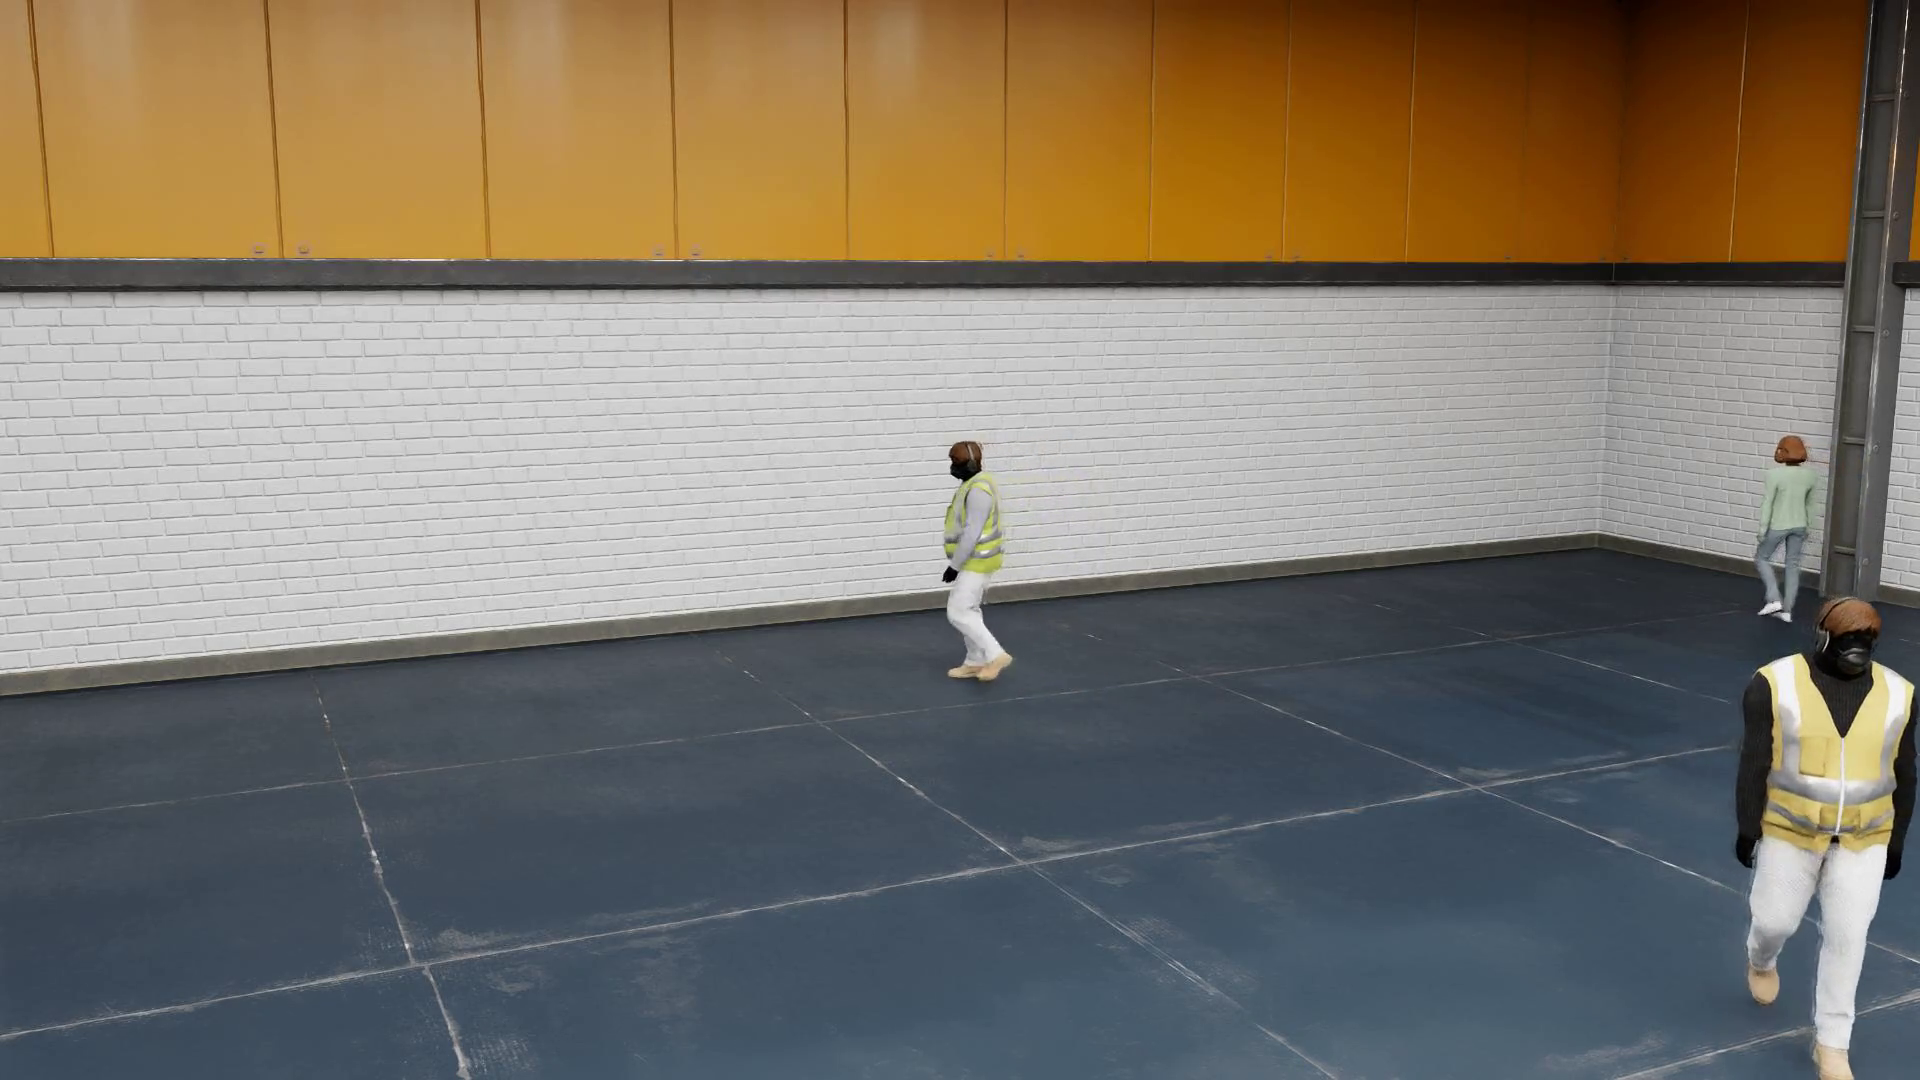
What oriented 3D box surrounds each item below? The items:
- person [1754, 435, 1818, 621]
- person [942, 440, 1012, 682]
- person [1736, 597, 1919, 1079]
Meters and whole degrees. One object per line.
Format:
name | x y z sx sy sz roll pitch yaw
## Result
person | 7.169 -0.102 14.475 0.523 1.621 0.356 -1 9 -7
person | 0.098 0.170 12.196 0.464 1.818 0.639 -1 9 -5
person | 3.315 1.099 6.408 0.637 1.824 0.708 2 9 14
